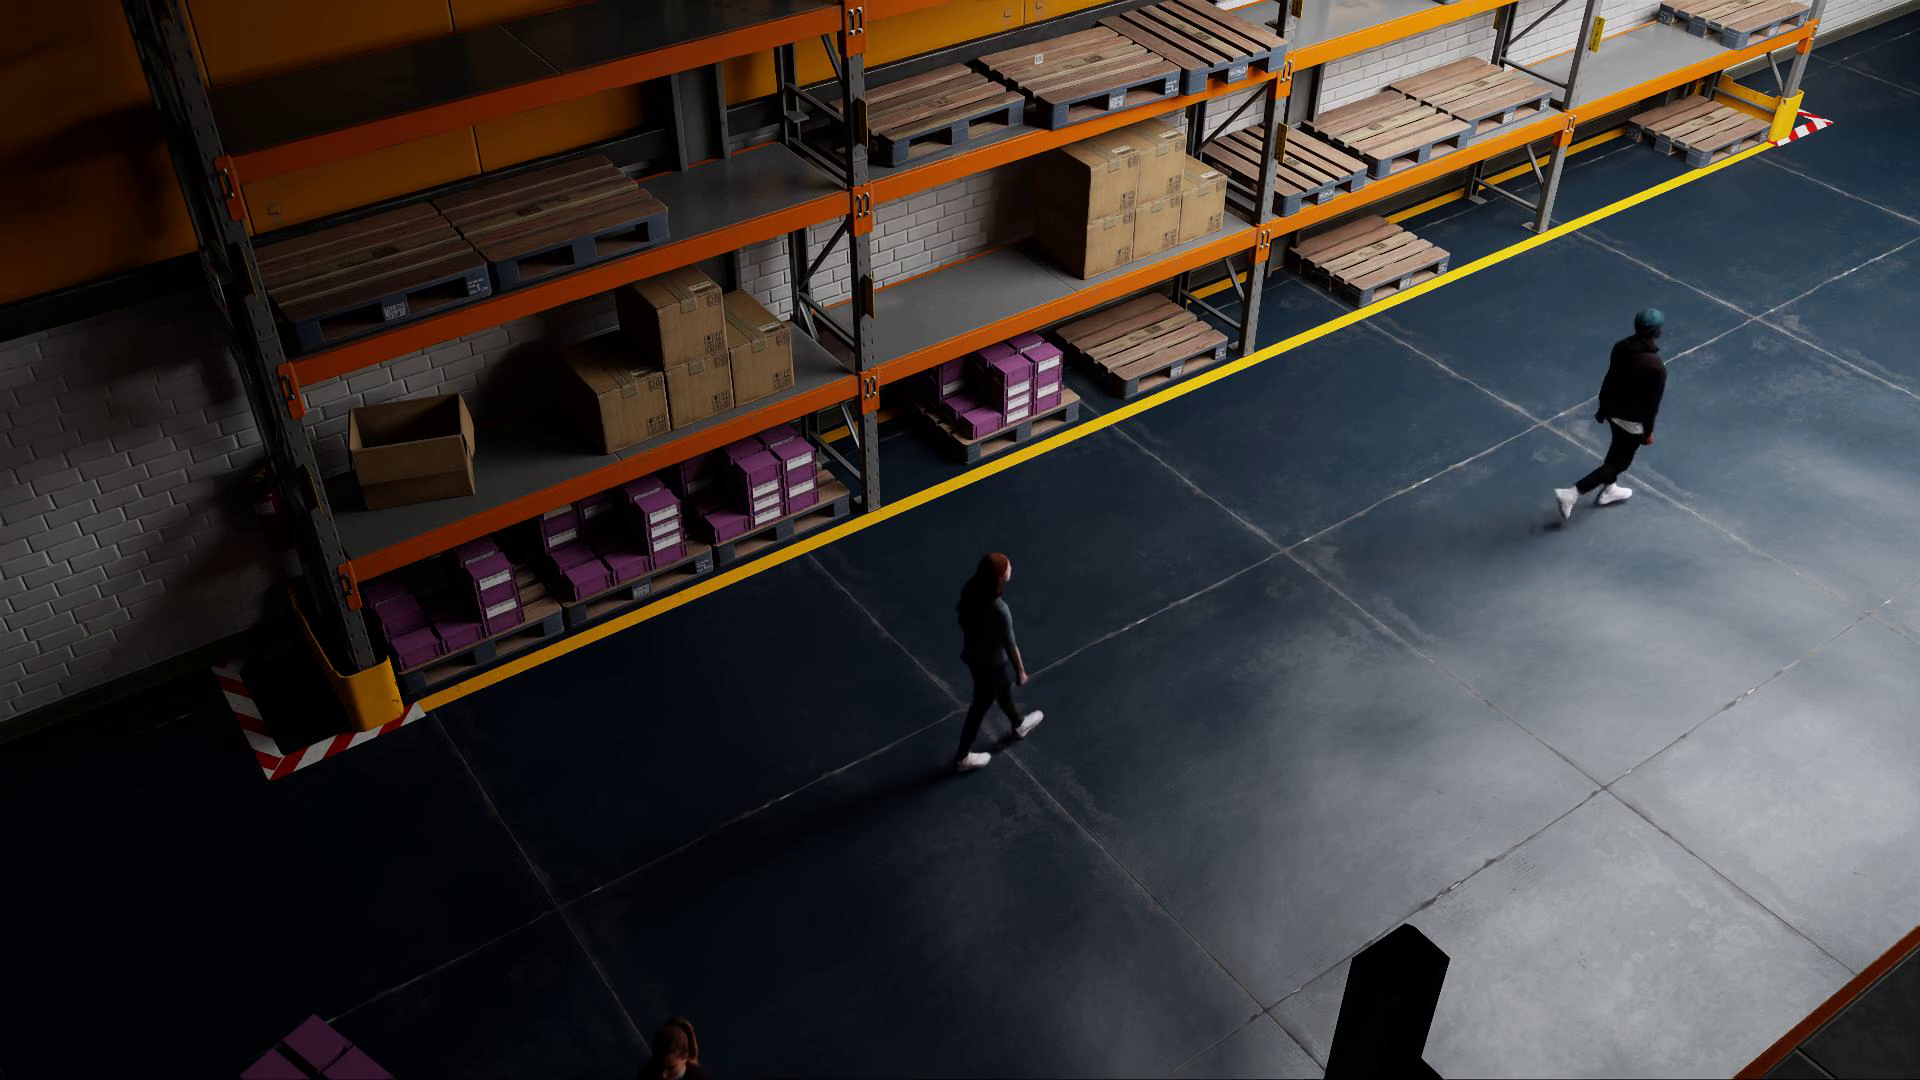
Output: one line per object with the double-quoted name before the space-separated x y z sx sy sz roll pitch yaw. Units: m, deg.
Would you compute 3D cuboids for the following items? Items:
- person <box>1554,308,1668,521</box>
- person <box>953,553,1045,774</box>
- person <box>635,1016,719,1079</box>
"person" 4.964 -0.895 12.594 1.163 1.748 0.884 -12 40 -14
"person" 0.096 0.819 10.472 0.975 1.717 0.654 -19 43 -23
"person" -1.276 2.840 7.977 1.089 1.673 1.243 10 40 13
